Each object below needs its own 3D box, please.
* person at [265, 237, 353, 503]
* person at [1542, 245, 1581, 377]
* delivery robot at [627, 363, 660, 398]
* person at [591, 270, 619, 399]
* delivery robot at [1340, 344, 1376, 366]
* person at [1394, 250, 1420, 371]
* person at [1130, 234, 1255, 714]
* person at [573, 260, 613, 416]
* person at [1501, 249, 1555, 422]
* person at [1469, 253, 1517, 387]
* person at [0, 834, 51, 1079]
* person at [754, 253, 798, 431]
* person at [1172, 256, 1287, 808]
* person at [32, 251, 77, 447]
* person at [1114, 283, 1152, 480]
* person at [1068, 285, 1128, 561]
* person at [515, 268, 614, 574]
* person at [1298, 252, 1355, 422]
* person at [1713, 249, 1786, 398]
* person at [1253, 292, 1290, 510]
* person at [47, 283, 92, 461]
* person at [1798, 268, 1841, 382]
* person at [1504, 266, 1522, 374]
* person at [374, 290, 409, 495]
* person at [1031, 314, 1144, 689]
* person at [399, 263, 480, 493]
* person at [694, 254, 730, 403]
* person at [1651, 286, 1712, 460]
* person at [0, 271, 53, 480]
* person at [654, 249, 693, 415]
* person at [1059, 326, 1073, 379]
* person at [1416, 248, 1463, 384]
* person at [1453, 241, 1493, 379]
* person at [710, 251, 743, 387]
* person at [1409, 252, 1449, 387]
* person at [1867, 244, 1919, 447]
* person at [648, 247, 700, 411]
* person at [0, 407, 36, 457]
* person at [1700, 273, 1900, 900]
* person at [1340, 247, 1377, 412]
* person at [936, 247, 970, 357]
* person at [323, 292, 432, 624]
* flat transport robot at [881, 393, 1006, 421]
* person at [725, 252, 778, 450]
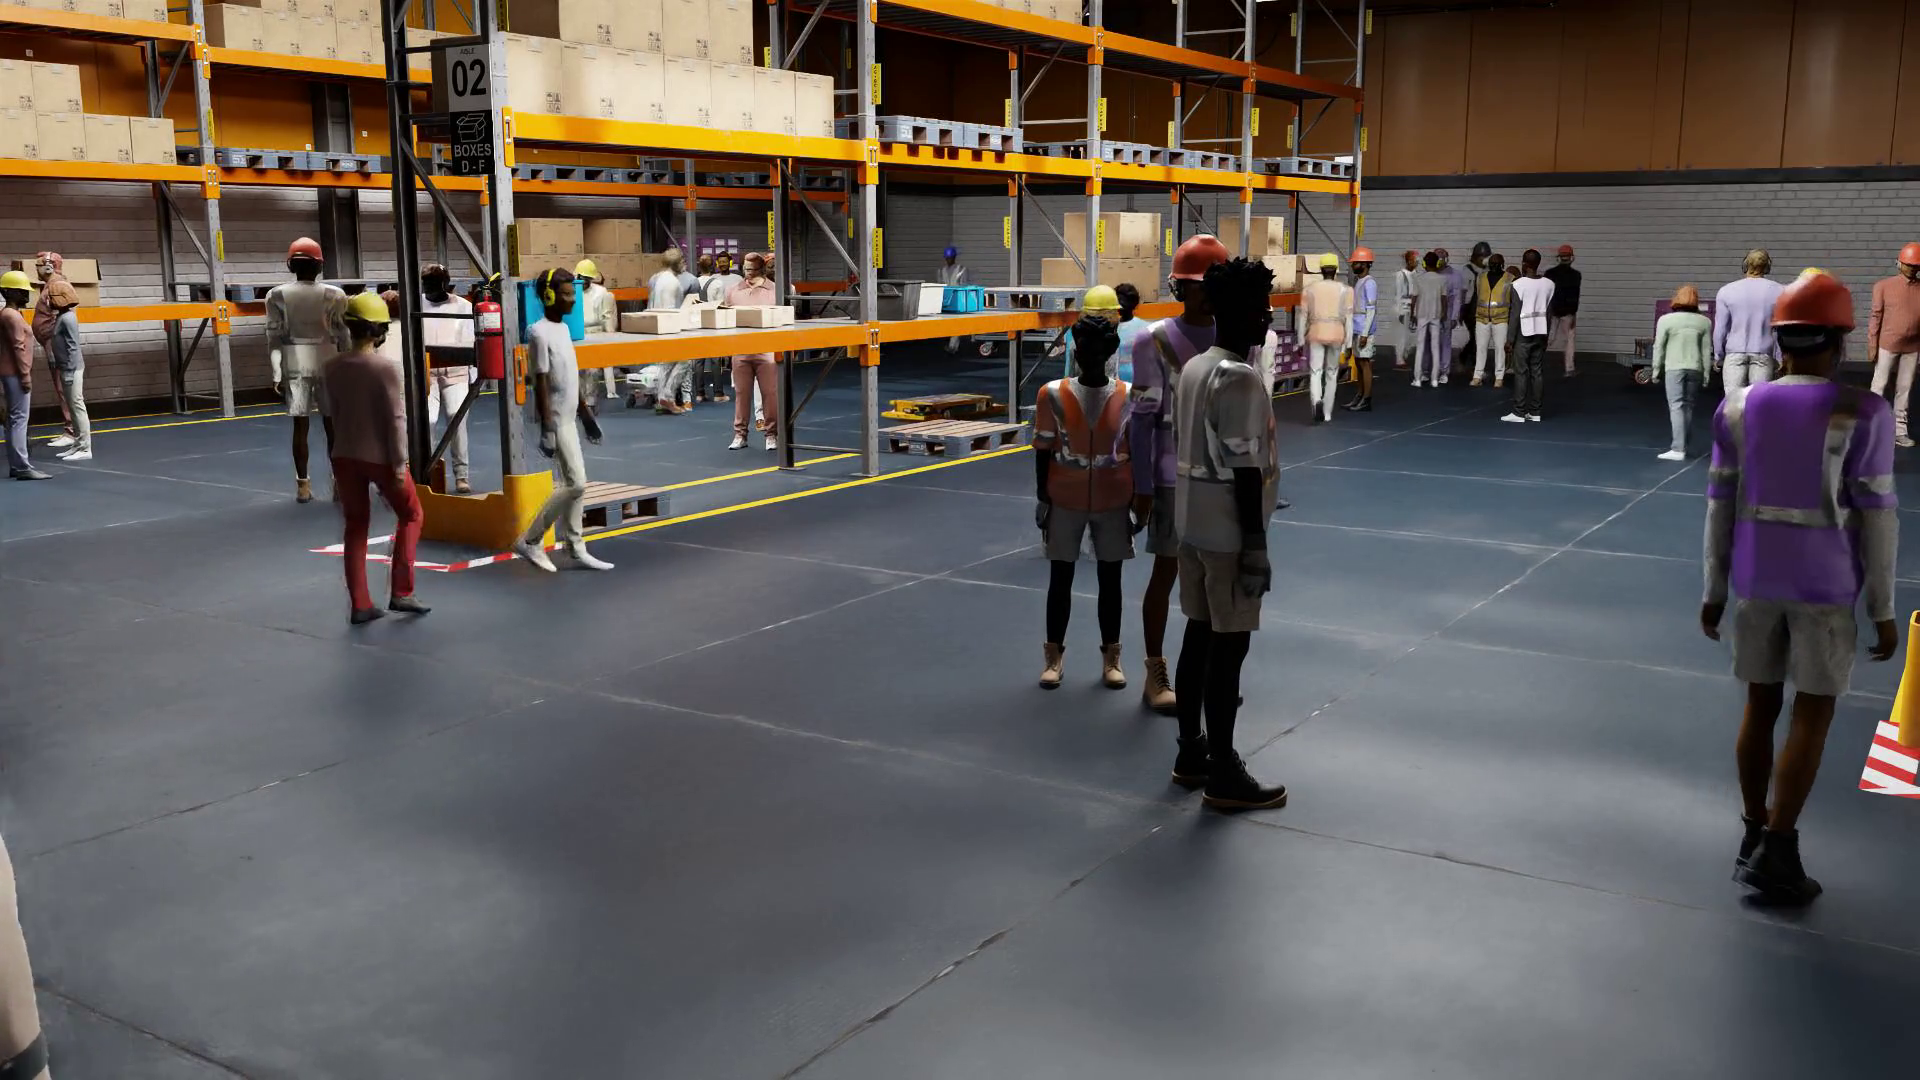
[{"bbox_3d":[-5.010,-1.308,12.876,0.615,2.038,0.395,-2,10,-12],"label":"person"},{"bbox_3d":[8.842,-3.383,24.600,0.789,1.962,0.621,-9,14,-40],"label":"person"},{"bbox_3d":[-3.725,-1.935,20.208,0.477,0.478,0.707,5,11,27],"label":"delivery robot"},{"bbox_3d":[-4.599,-2.603,21.161,0.514,1.642,0.310,0,10,2],"label":"person"},{"bbox_3d":[5.885,-2.805,25.033,0.707,0.478,0.477,5,11,27],"label":"delivery robot"},{"bbox_3d":[6.926,-3.536,25.707,0.572,1.867,0.411,-8,13,-37],"label":"person"},{"bbox_3d":[1.020,-0.276,7.153,0.614,2.042,0.373,-5,11,-26],"label":"person"},{"bbox_3d":[-4.325,-2.302,19.063,0.667,1.795,0.555,0,10,-2],"label":"person"},{"bbox_3d":[6.342,-2.270,18.544,0.596,1.918,0.380,-5,11,-25],"label":"person"},{"bbox_3d":[7.368,-3.034,23.009,0.623,1.839,0.429,6,12,31],"label":"person"},{"bbox_3d":[-1.269,0.855,2.090,0.801,1.604,0.517,-4,11,-21],"label":"person"},{"bbox_3d":[-2.001,-2.105,17.735,0.576,1.882,0.355,-5,12,-28],"label":"person"},{"bbox_3d":[0.960,-0.028,5.989,0.366,1.967,0.603,-2,11,-13],"label":"person"},{"bbox_3d":[-8.897,-1.876,16.393,0.406,1.911,0.639,-4,11,-21],"label":"person"},{"bbox_3d":[1.398,-1.303,13.863,0.701,1.676,0.541,-8,13,-36],"label":"person"},{"bbox_3d":[0.872,-0.735,10.531,0.316,1.743,0.492,-5,11,-27],"label":"person"},{"bbox_3d":[-2.401,-0.708,10.075,0.486,1.855,0.531,0,10,2],"label":"person"},{"bbox_3d":[4.030,-2.219,18.335,0.606,1.895,0.737,2,10,11],"label":"person"},{"bbox_3d":[7.258,-1.694,15.297,0.632,1.938,0.359,4,11,23],"label":"person"},{"bbox_3d":[2.095,-1.037,12.264,0.899,1.724,0.539,-10,14,-43],"label":"person"},{"bbox_3d":[-8.239,-1.552,15.360,0.285,1.633,0.499,-7,13,-35],"label":"person"},{"bbox_3d":[7.576,-1.515,14.737,0.955,1.785,0.582,8,13,38],"label":"person"},{"bbox_3d":[8.349,-3.333,25.225,0.272,1.632,0.508,2,10,10],"label":"person"},{"bbox_3d":[-4.479,-1.162,13.209,0.508,1.629,0.317,1,10,3],"label":"person"},{"bbox_3d":[0.585,-0.167,7.510,0.530,1.696,0.321,0,10,3],"label":"person"},{"bbox_3d":[-4.152,-1.281,13.295,0.624,1.841,0.430,-3,11,-14],"label":"person"},{"bbox_3d":[-3.131,-2.627,20.732,0.513,1.843,0.334,3,11,16],"label":"person"},{"bbox_3d":[6.733,-1.552,15.487,0.517,1.595,0.589,0,10,1],"label":"person"},{"bbox_3d":[-7.962,-1.388,14.096,0.329,1.765,0.525,-7,13,-35],"label":"person"},{"bbox_3d":[-3.312,-2.382,19.162,0.443,1.919,0.665,-3,11,-18],"label":"person"},{"bbox_3d":[1.510,-2.628,20.722,0.567,1.850,0.389,0,10,3],"label":"person"},{"bbox_3d":[6.745,-3.162,23.524,0.643,1.909,0.410,8,13,38],"label":"person"},{"bbox_3d":[7.622,-3.426,24.616,0.688,2.000,0.844,-6,12,-28],"label":"person"},{"bbox_3d":[-3.228,-3.034,22.912,0.520,1.874,0.327,1,10,4],"label":"person"},{"bbox_3d":[6.475,-3.043,22.997,0.516,1.862,0.335,1,10,6],"label":"person"},{"bbox_3d":[9.215,-1.898,16.301,0.609,1.985,0.392,0,10,2],"label":"person"},{"bbox_3d":[-3.387,-2.492,19.721,0.629,1.940,0.373,0,10,2],"label":"person"},{"bbox_3d":[-9.044,-1.664,15.330,0.839,1.881,0.609,-3,11,-16],"label":"person"},{"bbox_3d":[2.575,0.156,5.178,0.658,1.925,0.597,-8,13,-38],"label":"person"},{"bbox_3d":[4.738,-2.485,19.682,0.362,1.939,0.542,0,10,1],"label":"person"},{"bbox_3d":[-0.161,-4.146,29.018,0.620,1.887,1.003,5,11,26],"label":"person"},{"bbox_3d":[-3.103,-0.433,8.853,0.526,1.751,0.525,3,11,18],"label":"person"},{"bbox_3d":[-0.175,-1.523,18.977,0.652,0.197,1.431,9,13,40],"label":"flat transport robot"},{"bbox_3d":[-1.983,-1.814,16.072,0.638,1.903,0.409,1,10,6],"label":"person"}]
